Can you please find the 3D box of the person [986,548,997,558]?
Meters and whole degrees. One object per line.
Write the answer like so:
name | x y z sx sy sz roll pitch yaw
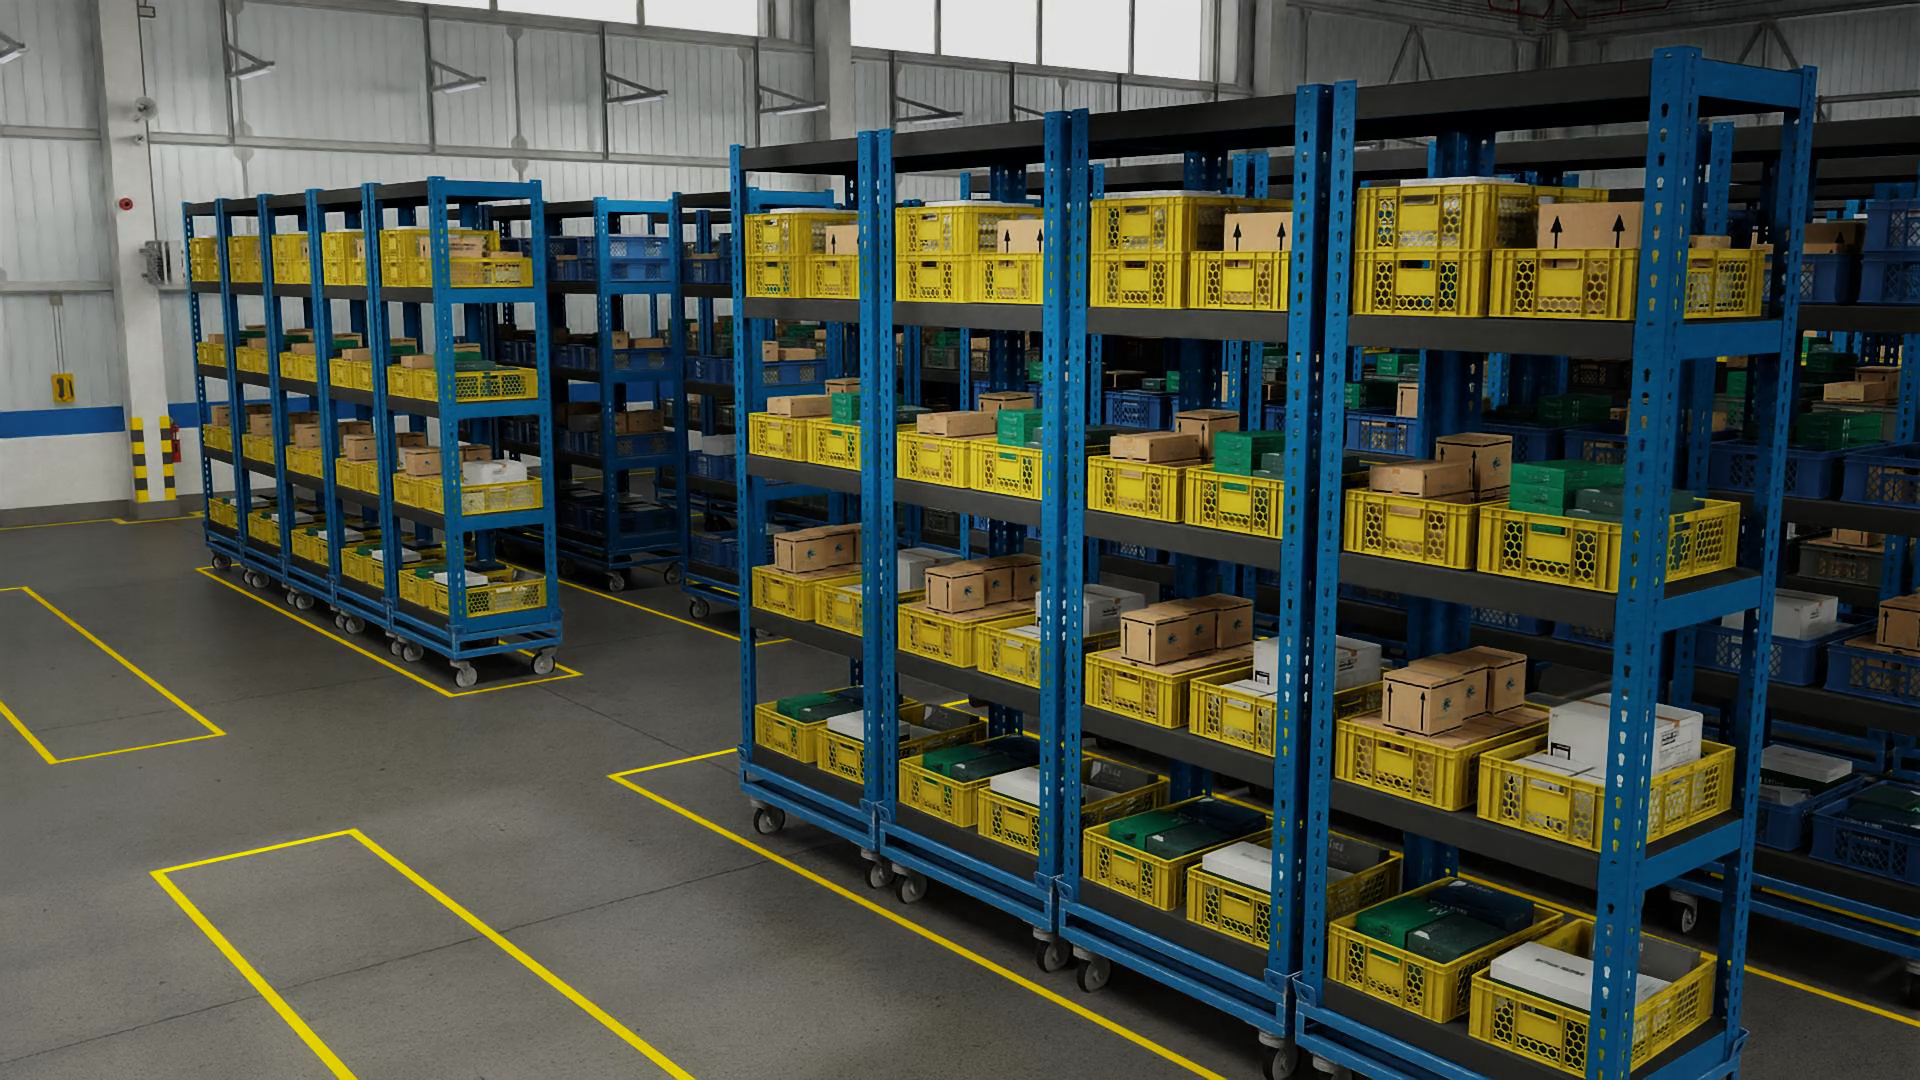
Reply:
person | 0.424 -0.036 13.018 0.566 1.815 0.830 6 11 30
